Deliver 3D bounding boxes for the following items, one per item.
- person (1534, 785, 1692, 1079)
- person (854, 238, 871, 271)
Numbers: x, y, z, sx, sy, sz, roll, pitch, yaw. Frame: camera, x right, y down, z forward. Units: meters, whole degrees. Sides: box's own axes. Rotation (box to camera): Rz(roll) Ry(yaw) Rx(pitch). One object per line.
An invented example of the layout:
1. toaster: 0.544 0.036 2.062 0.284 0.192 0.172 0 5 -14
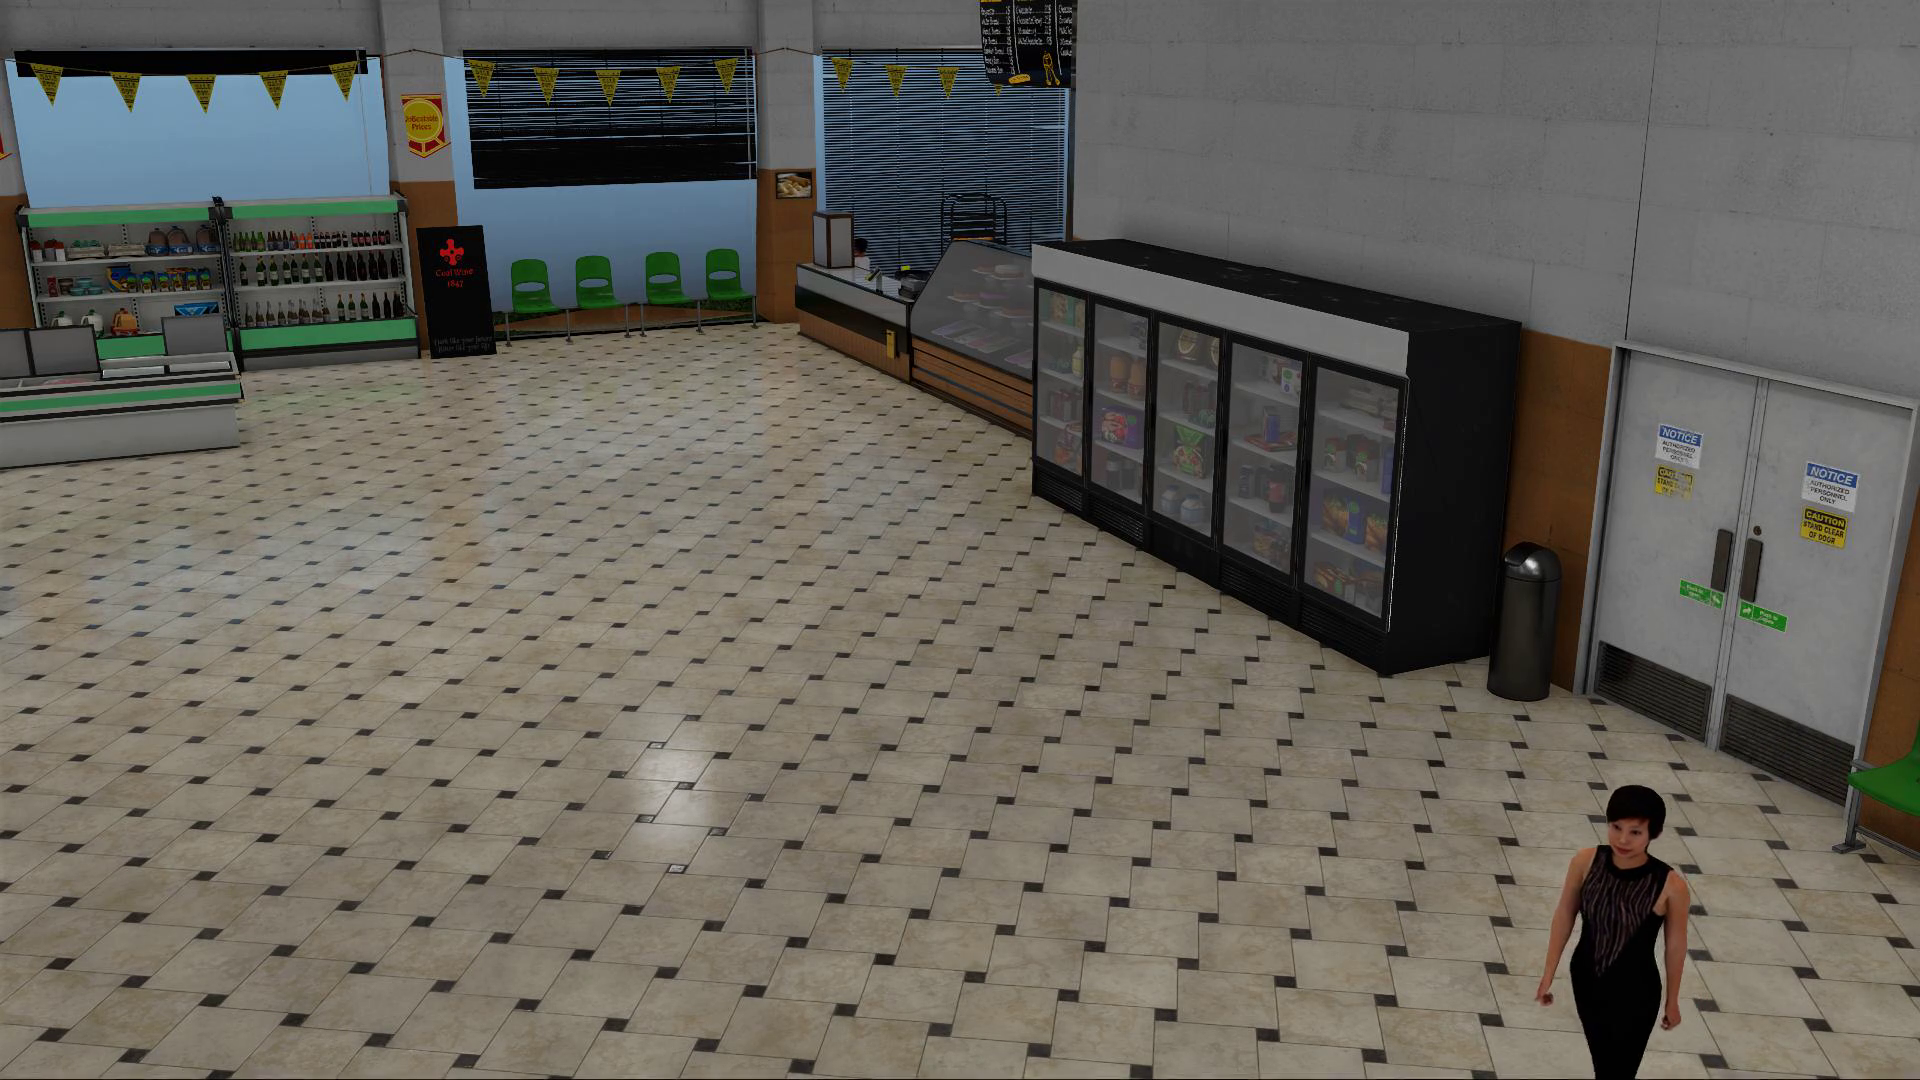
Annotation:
1. person: 2.402 1.613 6.029 0.836 1.555 1.098 16 23 42
2. person: -1.434 -3.773 24.270 0.614 1.263 0.521 15 23 41
